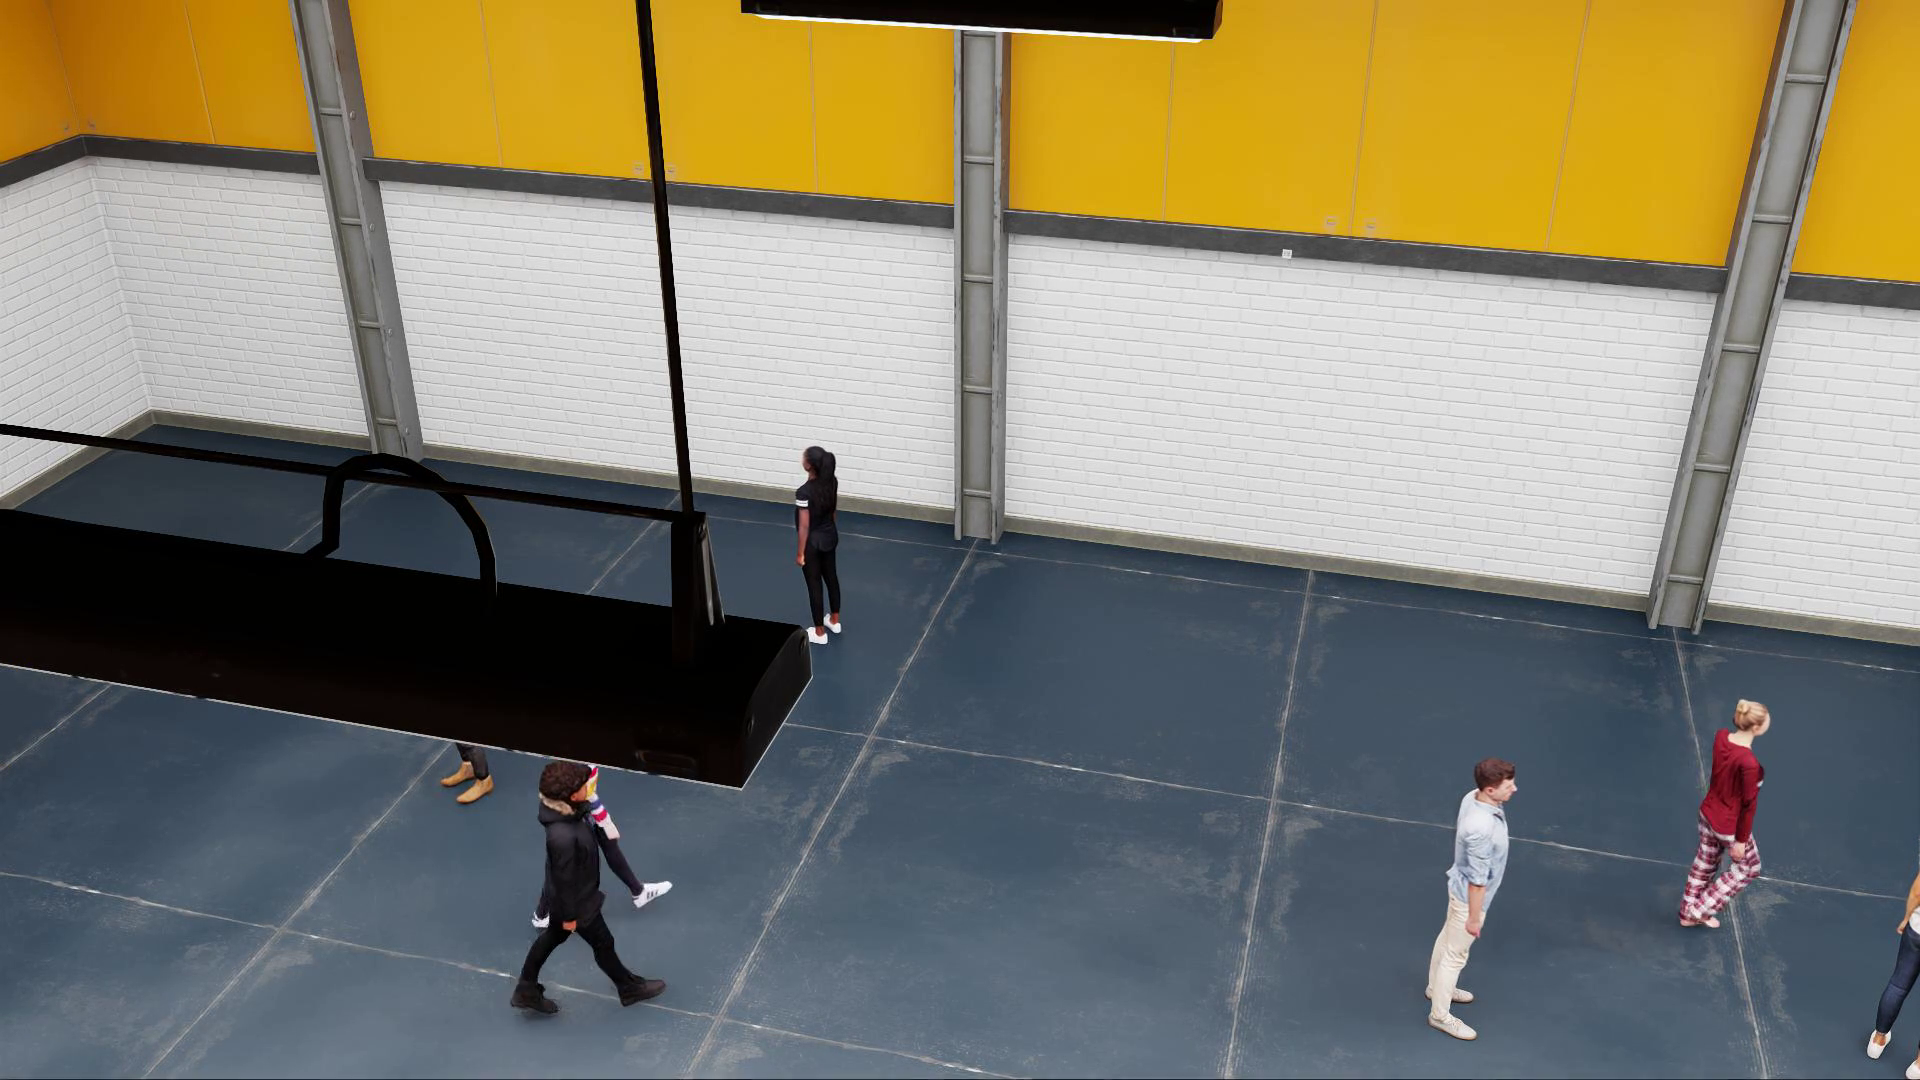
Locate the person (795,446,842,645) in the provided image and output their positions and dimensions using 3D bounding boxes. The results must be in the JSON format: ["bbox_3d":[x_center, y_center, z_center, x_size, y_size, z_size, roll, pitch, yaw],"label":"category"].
[{"bbox_3d":[-1.138,0.024,13.362,0.688,1.726,0.686,18,33,29],"label":"person"}]

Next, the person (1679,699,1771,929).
[{"bbox_3d":[4.674,1.725,10.280,0.737,1.692,0.749,-4,29,-8],"label":"person"}]

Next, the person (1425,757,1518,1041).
[{"bbox_3d":[2.938,2.019,9.579,0.535,1.847,0.644,8,30,14],"label":"person"}]

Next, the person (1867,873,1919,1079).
[{"bbox_3d":[5.445,2.229,9.234,0.732,1.809,0.630,-21,35,-34],"label":"person"}]

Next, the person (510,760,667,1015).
[{"bbox_3d":[-2.335,2.060,9.623,1.231,1.733,1.027,-7,29,-13],"label":"person"}]

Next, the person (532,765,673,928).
[{"bbox_3d":[-2.450,1.690,10.279,1.218,1.754,0.961,-4,29,-7],"label":"person"}]
